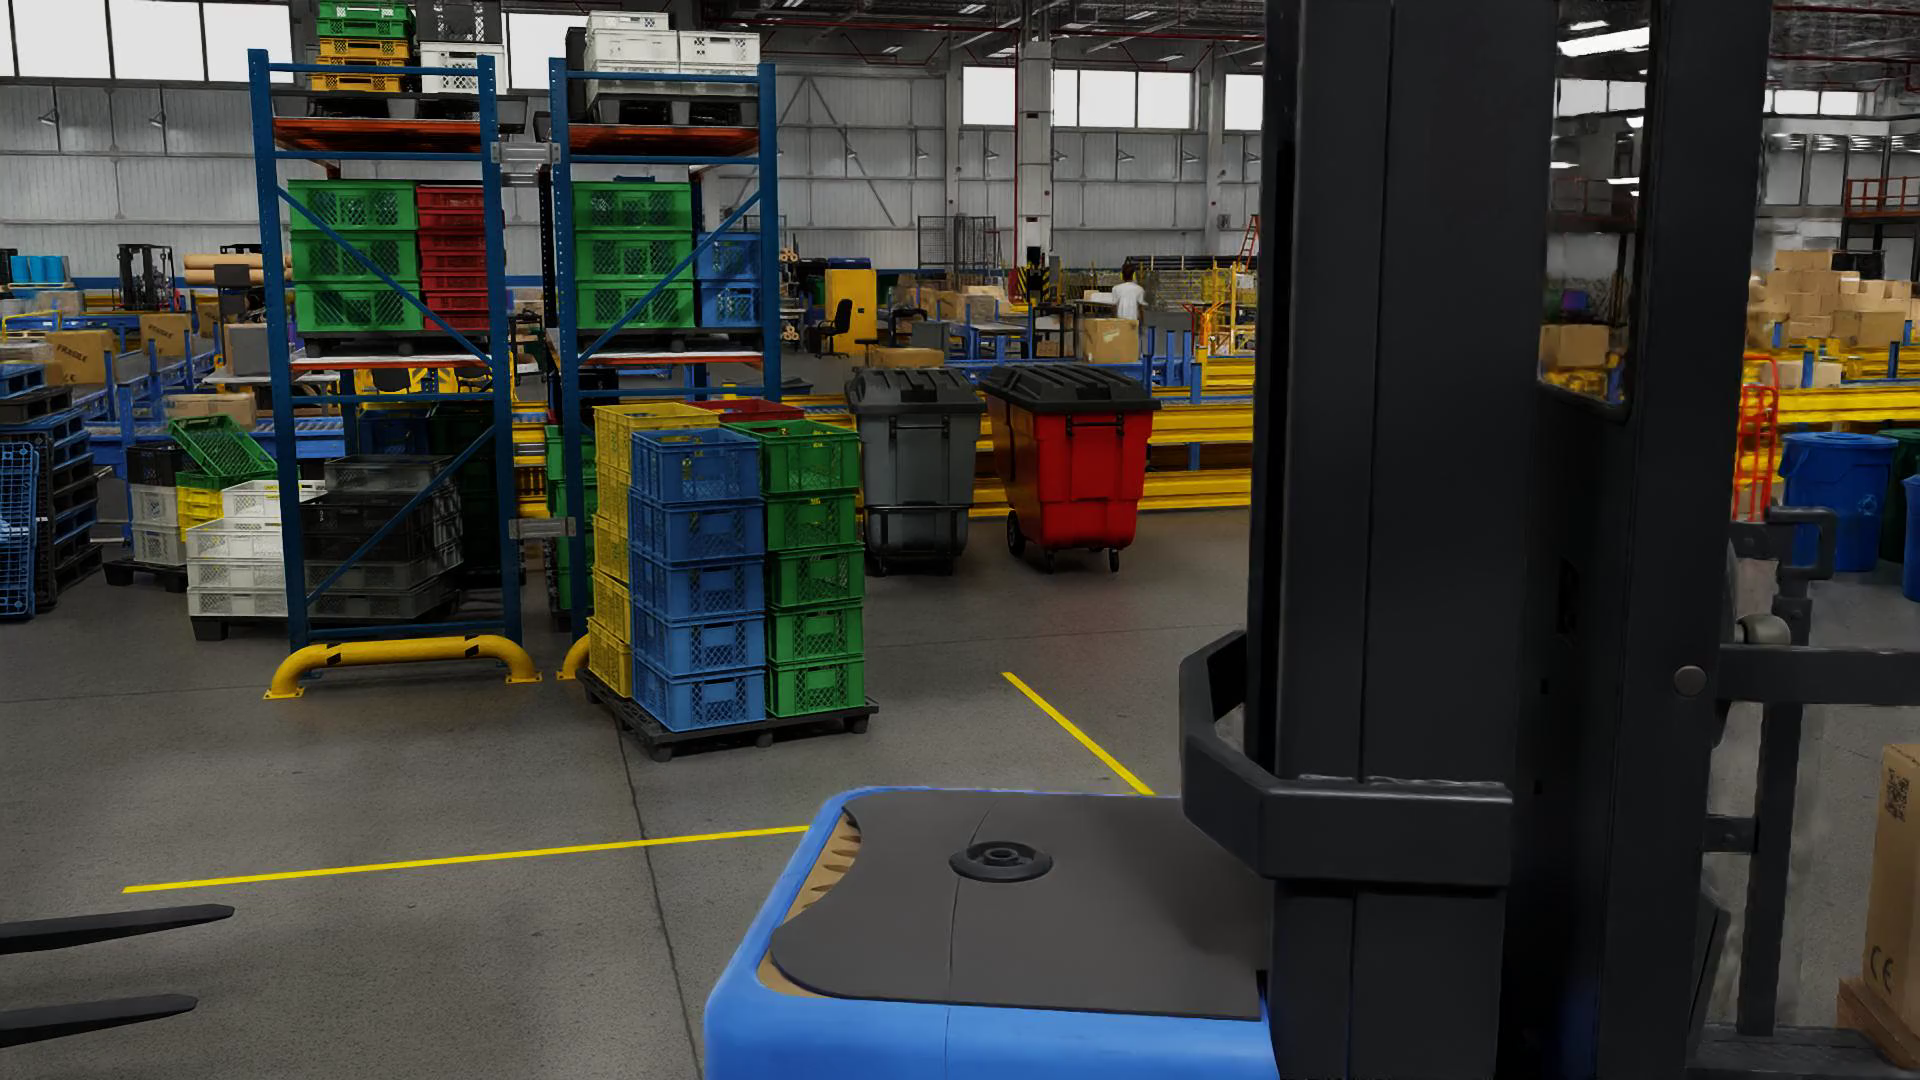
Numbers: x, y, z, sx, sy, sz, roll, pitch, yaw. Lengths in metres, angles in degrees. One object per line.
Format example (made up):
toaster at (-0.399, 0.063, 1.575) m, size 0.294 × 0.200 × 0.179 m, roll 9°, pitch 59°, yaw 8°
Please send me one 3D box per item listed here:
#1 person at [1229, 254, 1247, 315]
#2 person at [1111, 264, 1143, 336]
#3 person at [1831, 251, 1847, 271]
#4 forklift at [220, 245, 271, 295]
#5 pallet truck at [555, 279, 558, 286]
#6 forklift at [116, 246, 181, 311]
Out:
person at (8.321, -7.579, 49.685) m, size 0.586 × 1.883 × 0.340 m, roll -3°, pitch 10°, yaw -15°
person at (2.564, -3.331, 25.731) m, size 0.517 × 1.858 × 0.402 m, roll 0°, pitch 10°, yaw 1°
person at (22.831, -6.536, 43.339) m, size 0.616 × 2.039 × 0.387 m, roll -3°, pitch 10°, yaw -15°
forklift at (-17.749, -6.334, 41.440) m, size 1.157 × 1.987 × 2.680 m, roll -3°, pitch 10°, yaw -17°
pallet truck at (-10.604, -6.375, 44.520) m, size 0.653 × 1.274 × 1.630 m, roll -3°, pitch 10°, yaw -15°
forklift at (-19.966, -6.232, 40.894) m, size 1.157 × 1.987 × 2.680 m, roll -3°, pitch 10°, yaw -15°
